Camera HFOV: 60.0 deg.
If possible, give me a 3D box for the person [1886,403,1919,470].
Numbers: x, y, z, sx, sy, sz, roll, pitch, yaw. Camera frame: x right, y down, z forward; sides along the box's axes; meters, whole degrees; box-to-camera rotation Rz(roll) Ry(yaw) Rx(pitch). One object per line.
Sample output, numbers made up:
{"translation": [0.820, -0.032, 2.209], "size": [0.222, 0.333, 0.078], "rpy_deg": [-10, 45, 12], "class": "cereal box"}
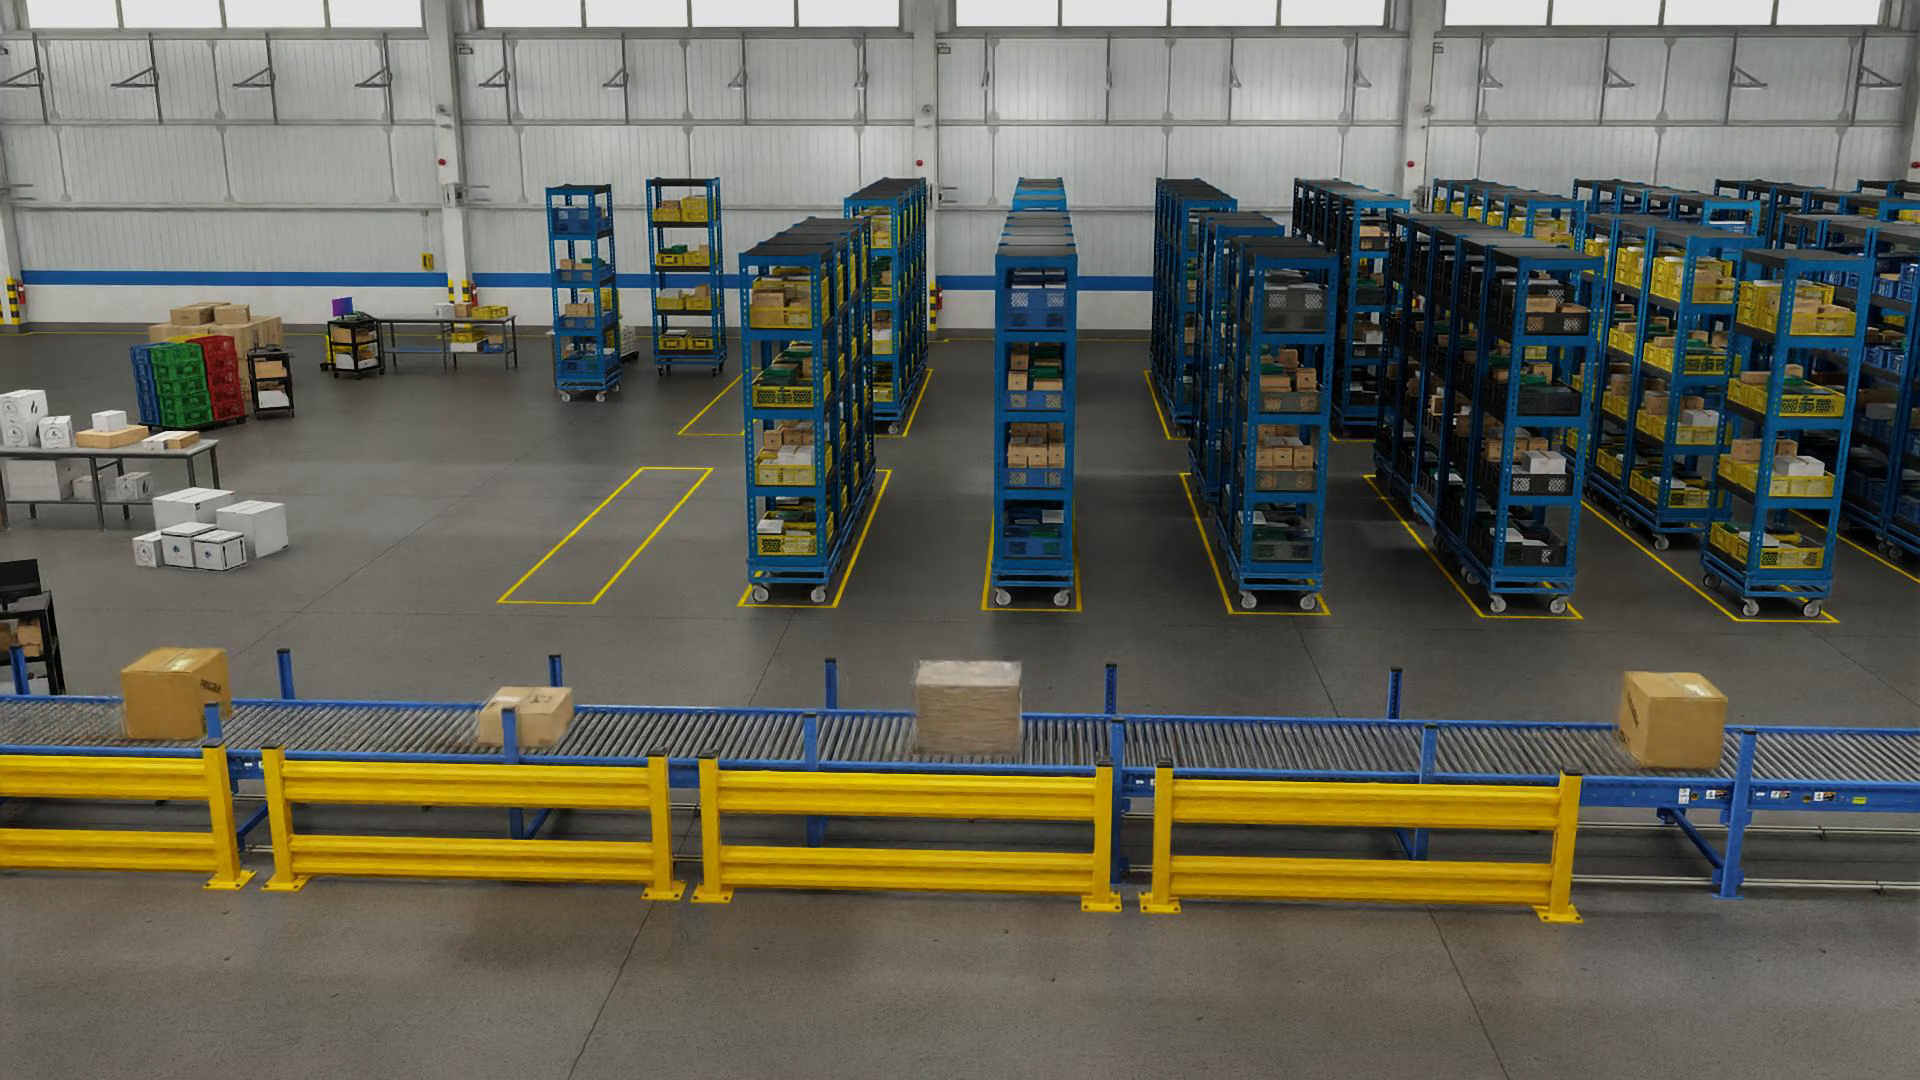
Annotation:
{"translation": [13.240, -1.859, 22.967], "size": [0.565, 1.826, 0.584], "rpy_deg": [3, 15, 10], "class": "person"}
